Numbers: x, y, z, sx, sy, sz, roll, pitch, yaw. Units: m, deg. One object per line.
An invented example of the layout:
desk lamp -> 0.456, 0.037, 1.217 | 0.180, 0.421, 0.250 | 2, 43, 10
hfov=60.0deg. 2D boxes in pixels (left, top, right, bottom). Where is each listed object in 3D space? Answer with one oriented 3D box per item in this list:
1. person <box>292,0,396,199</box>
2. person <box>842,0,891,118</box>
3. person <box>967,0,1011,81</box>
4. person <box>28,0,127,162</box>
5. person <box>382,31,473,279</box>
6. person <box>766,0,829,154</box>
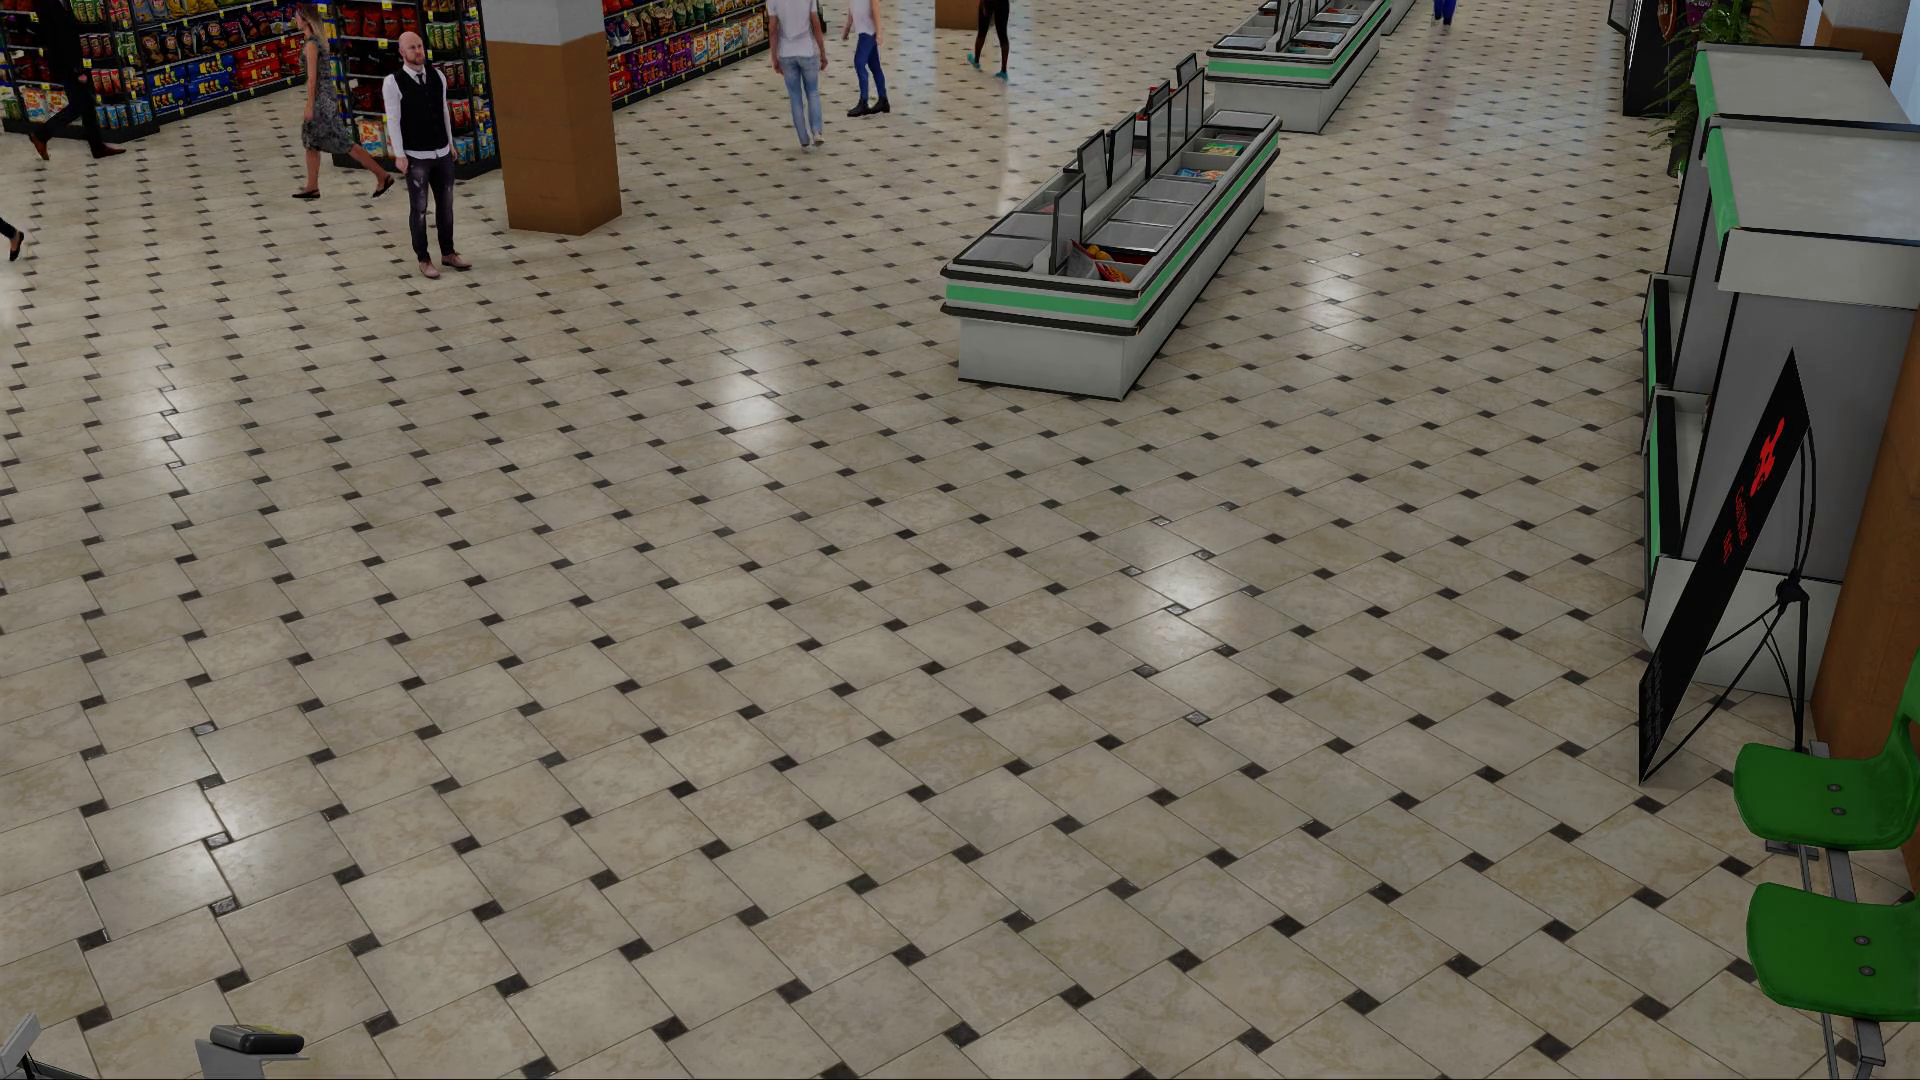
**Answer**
person -> -5.434, -3.768, 14.495 | 1.054, 1.664, 1.127 | -6, 28, -12
person -> -0.886, -5.315, 17.552 | 0.910, 1.659, 0.851 | -13, 30, -24
person -> 0.445, -6.156, 19.197 | 1.020, 1.672, 1.130 | -10, 28, -19
person -> -8.524, -4.455, 15.728 | 1.181, 1.775, 1.033 | -18, 32, -32
person -> -4.073, -2.945, 12.697 | 0.820, 1.823, 0.644 | 20, 33, 34
person -> -1.566, -4.631, 16.018 | 0.824, 1.827, 0.826 | -3, 27, -5
